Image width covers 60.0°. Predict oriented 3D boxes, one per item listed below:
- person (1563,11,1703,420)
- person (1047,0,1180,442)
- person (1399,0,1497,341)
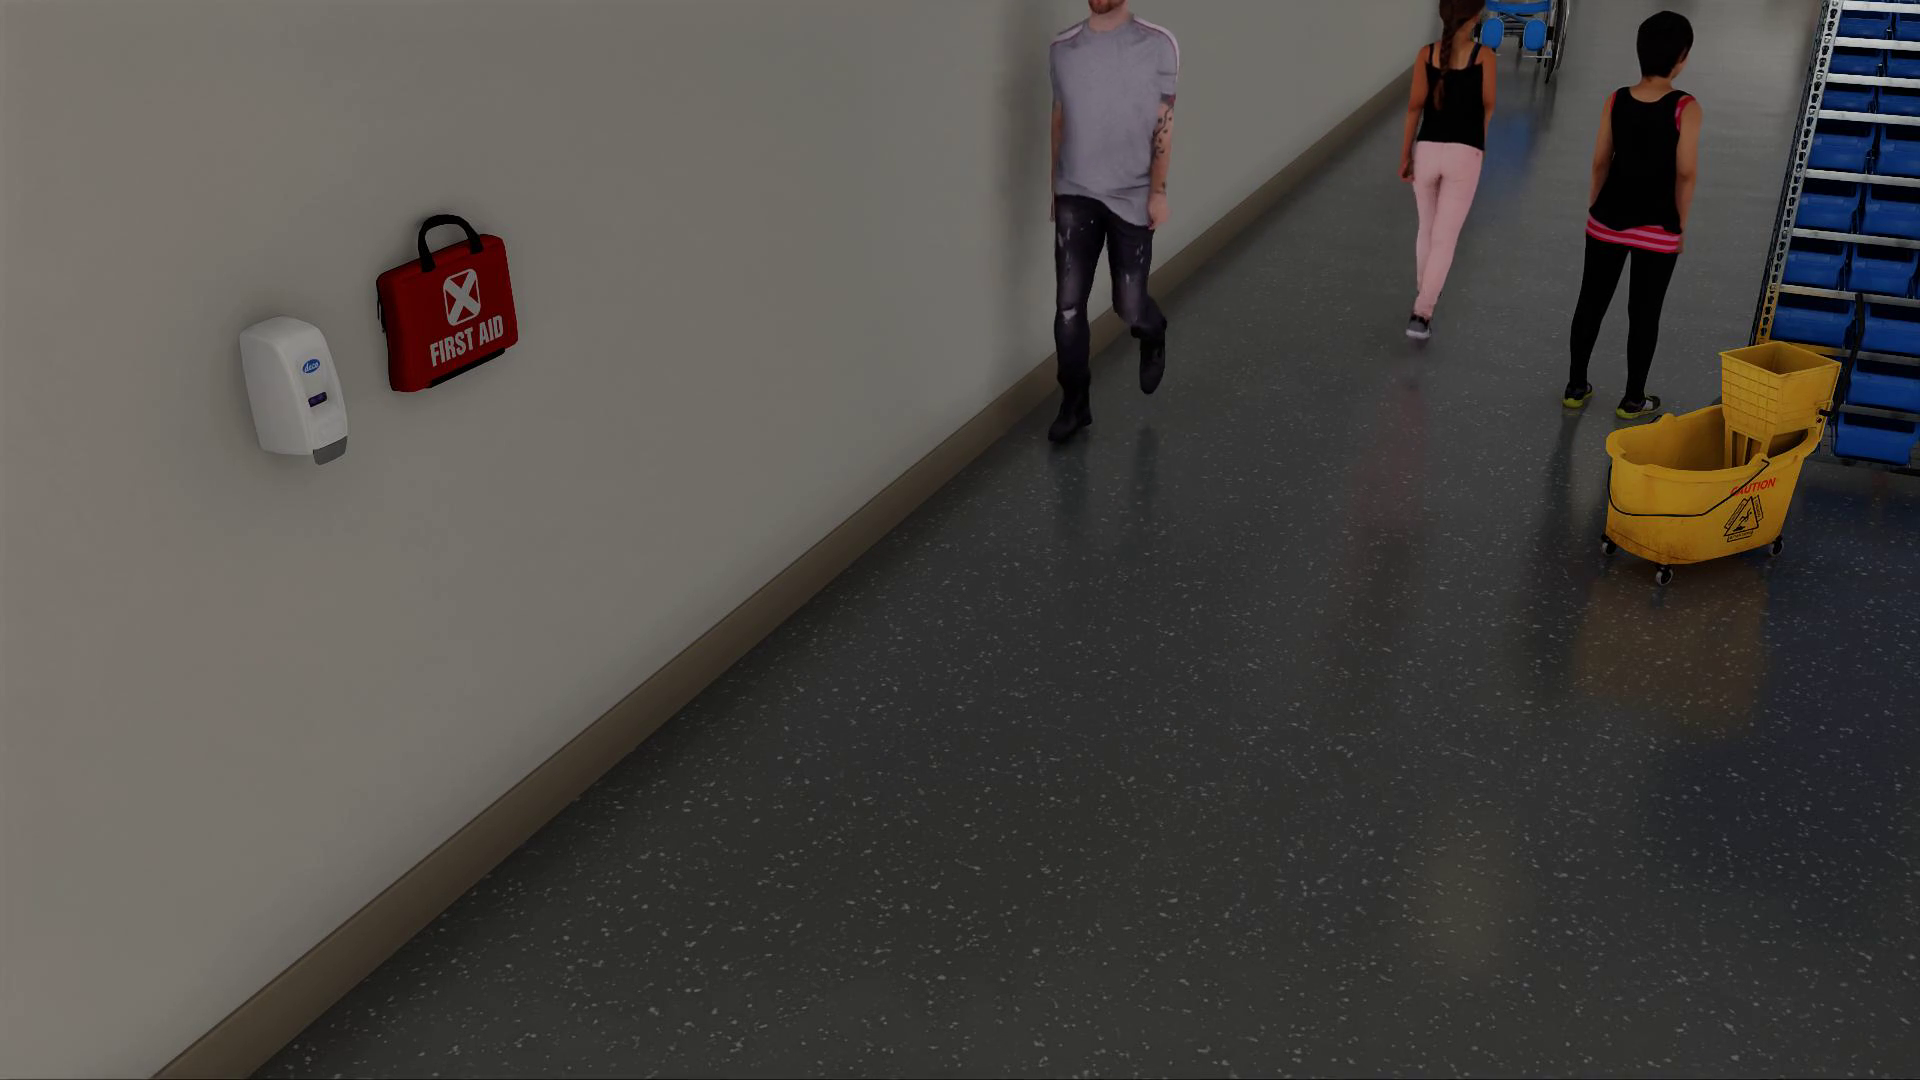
[{"bbox_3d":[2.620,-1.246,6.458,0.527,1.552,0.654,22,33,37],"label":"person"},{"bbox_3d":[0.601,-1.291,6.252,0.881,1.811,0.732,13,29,25],"label":"person"},{"bbox_3d":[2.109,-1.606,7.231,0.964,1.528,0.629,14,29,26],"label":"person"}]
